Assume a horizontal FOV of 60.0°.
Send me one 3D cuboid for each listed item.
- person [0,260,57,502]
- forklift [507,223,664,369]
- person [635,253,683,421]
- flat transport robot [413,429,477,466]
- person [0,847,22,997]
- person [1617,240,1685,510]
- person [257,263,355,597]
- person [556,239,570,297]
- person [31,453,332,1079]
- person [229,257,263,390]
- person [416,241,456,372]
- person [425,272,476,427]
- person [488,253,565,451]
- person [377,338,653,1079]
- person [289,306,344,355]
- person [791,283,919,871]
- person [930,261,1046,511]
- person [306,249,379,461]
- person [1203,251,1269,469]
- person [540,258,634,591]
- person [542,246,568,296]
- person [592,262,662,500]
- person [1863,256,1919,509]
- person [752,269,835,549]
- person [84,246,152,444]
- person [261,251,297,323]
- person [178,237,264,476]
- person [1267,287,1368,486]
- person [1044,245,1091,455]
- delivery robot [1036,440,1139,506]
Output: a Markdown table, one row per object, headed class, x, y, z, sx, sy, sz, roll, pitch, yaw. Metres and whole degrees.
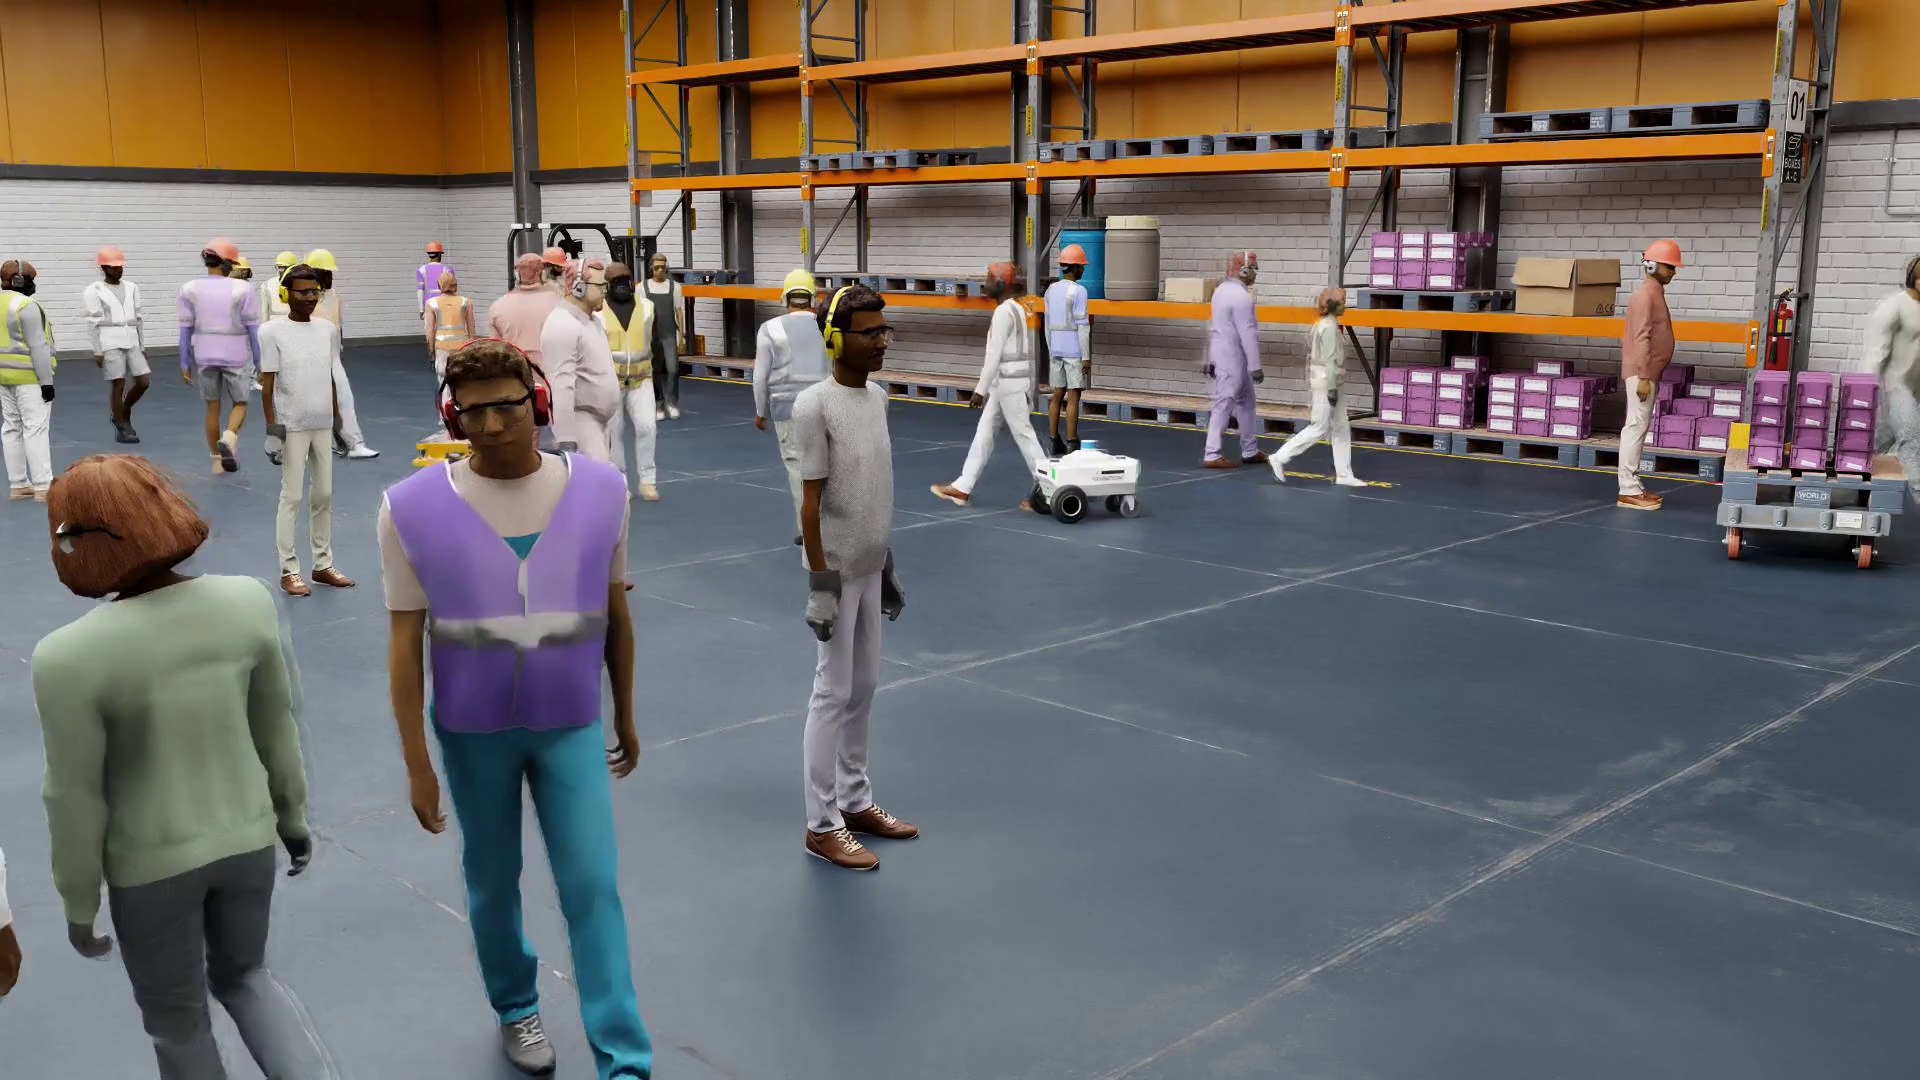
| class | x | y | z | sx | sy | sz | roll | pitch | yaw |
| --- | --- | --- | --- | --- | --- | --- | --- | --- | --- |
| person | -7.130 | -1.210 | 12.704 | 0.619 | 1.838 | 0.430 | 5 | 12 | 27 |
| forklift | -5.316 | -3.263 | 22.920 | 2.313 | 2.155 | 1.214 | -10 | 14 | -44 |
| person | -3.282 | -2.205 | 18.136 | 0.529 | 1.827 | 0.476 | -2 | 11 | -11 |
| flat transport robot | -4.435 | -0.847 | 14.992 | 0.652 | 0.197 | 1.431 | -1 | 10 | -5 |
| person | -1.899 | 0.622 | 2.697 | 0.398 | 1.856 | 0.684 | 7 | 12 | 33 |
| person | 5.129 | -1.228 | 12.390 | 0.391 | 1.986 | 0.608 | 5 | 12 | 27 |
| person | -3.703 | -0.625 | 9.434 | 0.309 | 1.864 | 0.535 | 6 | 12 | 31 |
| person | -6.356 | -3.871 | 26.858 | 0.612 | 1.962 | 0.361 | 1 | 10 | 4 |
| person | -1.468 | 0.631 | 3.237 | 0.434 | 1.615 | 0.531 | 7 | 13 | 34 |
| person | -9.289 | -2.796 | 21.619 | 0.310 | 1.746 | 0.494 | 5 | 12 | 25 |
| person | -7.765 | -3.460 | 24.704 | 0.547 | 1.934 | 0.376 | -2 | 11 | -12 |
| person | -5.392 | -2.019 | 17.653 | 0.511 | 1.639 | 0.308 | -5 | 11 | -25 |
| person | -3.049 | -1.110 | 12.001 | 0.668 | 1.889 | 0.461 | 0 | 10 | 1 |
| person | -0.955 | 0.456 | 3.729 | 0.581 | 1.788 | 0.954 | -5 | 12 | -25 |
| person | -7.007 | -2.115 | 18.144 | 0.534 | 1.653 | 0.887 | -3 | 11 | -14 |
| person | -0.338 | 0.113 | 5.395 | 0.328 | 1.872 | 0.514 | 5 | 11 | 24 |
| person | 0.291 | -1.120 | 12.240 | 1.001 | 1.831 | 0.582 | 1 | 10 | 6 |
| person | -5.631 | -1.623 | 14.815 | 0.884 | 1.891 | 0.613 | 5 | 12 | 27 |
| person | 2.494 | -1.543 | 14.411 | 0.832 | 1.870 | 0.661 | -1 | 10 | -7 |
| person | -2.110 | -0.624 | 9.337 | 0.440 | 1.892 | 0.677 | 0 | 10 | 1 |
| person | -4.552 | -2.264 | 18.277 | 0.627 | 1.905 | 0.559 | 2 | 11 | 9 |
| person | -2.535 | -1.181 | 12.592 | 0.637 | 1.817 | 0.633 | -5 | 11 | -24 |
| person | 6.595 | -1.014 | 11.500 | 0.635 | 1.881 | 0.952 | -7 | 12 | -33 |
| person | -1.055 | -0.843 | 10.786 | 0.584 | 1.799 | 0.625 | -5 | 12 | -28 |
| person | -8.184 | -1.893 | 16.190 | 0.427 | 1.918 | 0.562 | 6 | 12 | 31 |
| person | -7.892 | -2.477 | 19.618 | 0.602 | 1.830 | 0.404 | 1 | 10 | 3 |
| person | -6.157 | -1.499 | 13.824 | 0.668 | 2.010 | 0.655 | -2 | 11 | -11 |
| person | 2.904 | -1.225 | 13.389 | 0.747 | 1.615 | 0.519 | 3 | 11 | 15 |
| person | 1.015 | -1.720 | 15.207 | 0.362 | 1.934 | 0.551 | -7 | 13 | -35 |
| delivery robot | 0.917 | -0.474 | 11.926 | 0.707 | 0.478 | 0.477 | -4 | 11 | -19 |
